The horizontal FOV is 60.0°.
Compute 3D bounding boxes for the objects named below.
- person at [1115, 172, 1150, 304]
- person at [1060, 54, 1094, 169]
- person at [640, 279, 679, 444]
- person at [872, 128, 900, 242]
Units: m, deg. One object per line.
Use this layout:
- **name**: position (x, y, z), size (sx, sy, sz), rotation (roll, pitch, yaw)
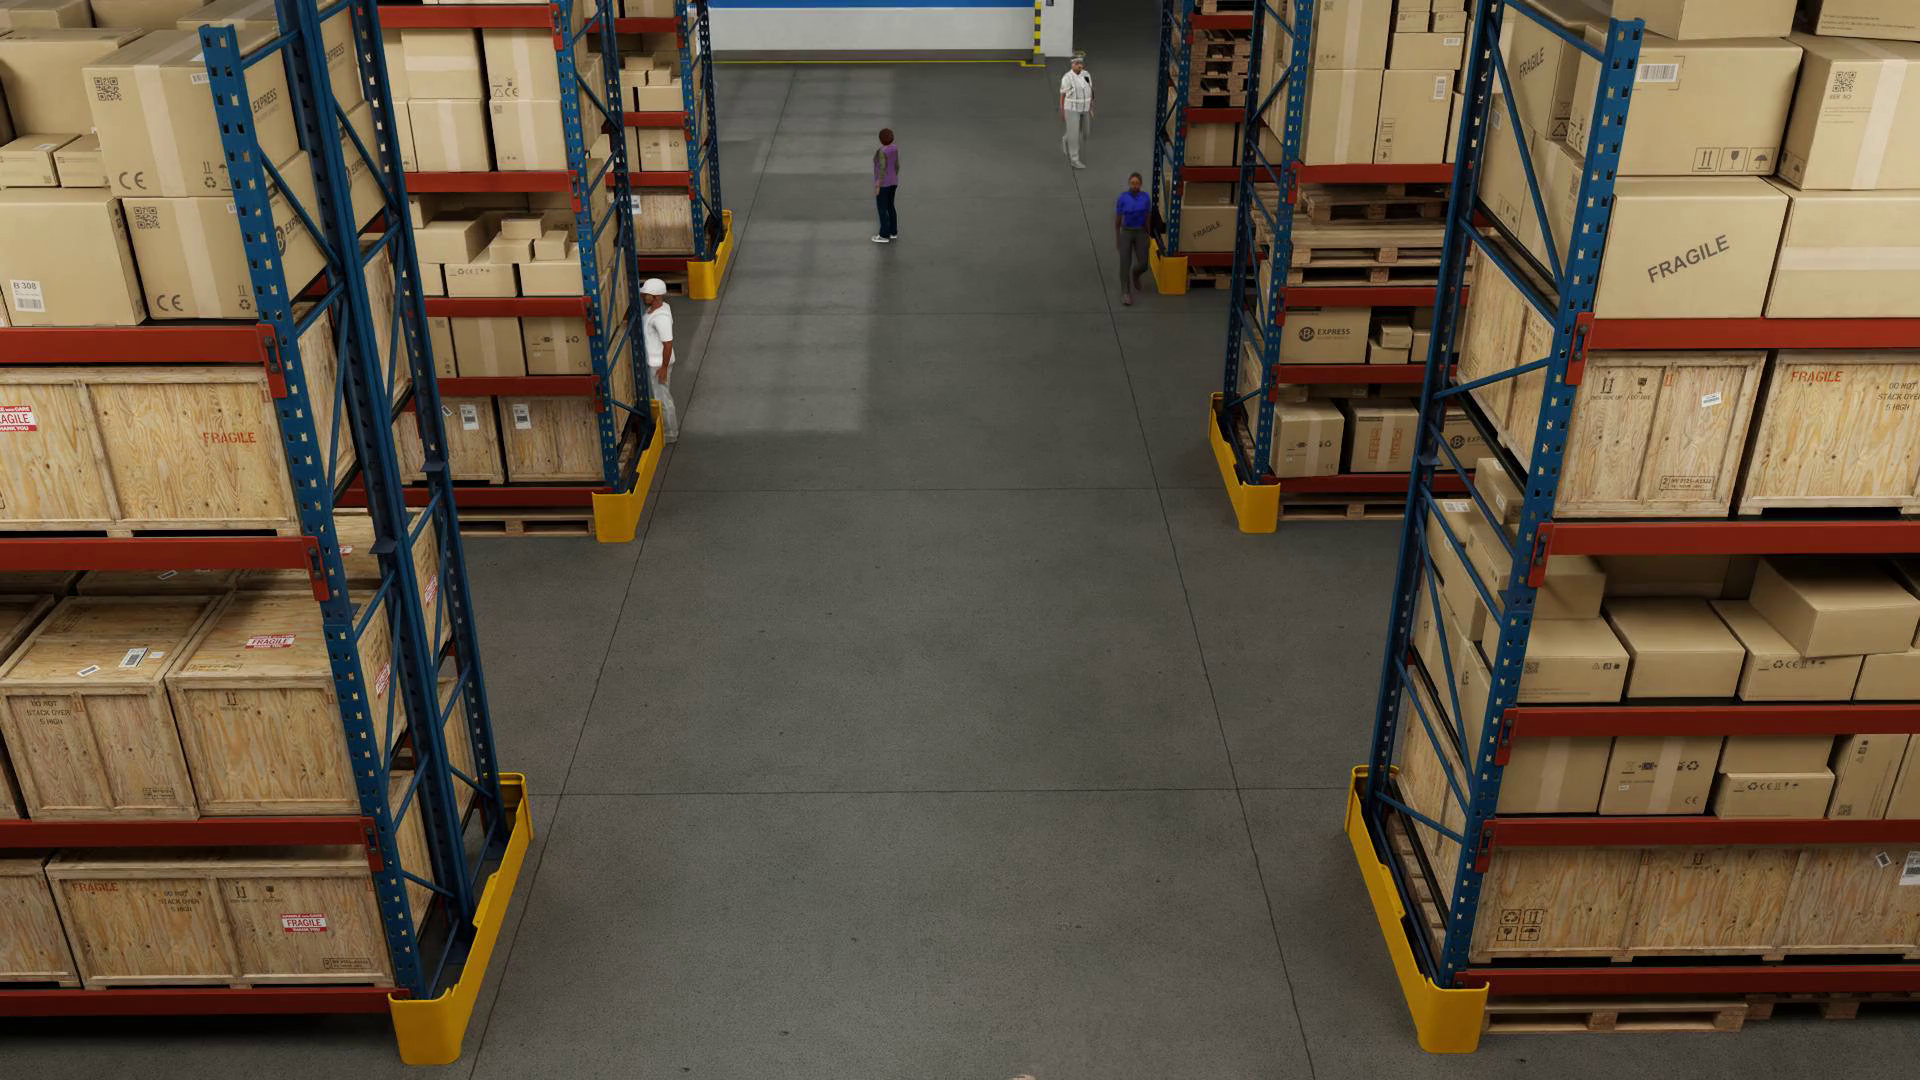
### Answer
- **person**: position (2.196, -3.873, 21.195), size (0.460, 1.660, 0.524), rotation (-1, 28, -3)
- **person**: position (1.870, -6.966, 26.859), size (0.521, 1.772, 0.797), rotation (-18, 33, -30)
- **person**: position (-3.170, -1.879, 17.399), size (0.388, 1.771, 0.563), rotation (-7, 29, -14)
- **person**: position (-1.053, -4.991, 23.365), size (0.339, 1.601, 0.408), rotation (18, 33, 30)
